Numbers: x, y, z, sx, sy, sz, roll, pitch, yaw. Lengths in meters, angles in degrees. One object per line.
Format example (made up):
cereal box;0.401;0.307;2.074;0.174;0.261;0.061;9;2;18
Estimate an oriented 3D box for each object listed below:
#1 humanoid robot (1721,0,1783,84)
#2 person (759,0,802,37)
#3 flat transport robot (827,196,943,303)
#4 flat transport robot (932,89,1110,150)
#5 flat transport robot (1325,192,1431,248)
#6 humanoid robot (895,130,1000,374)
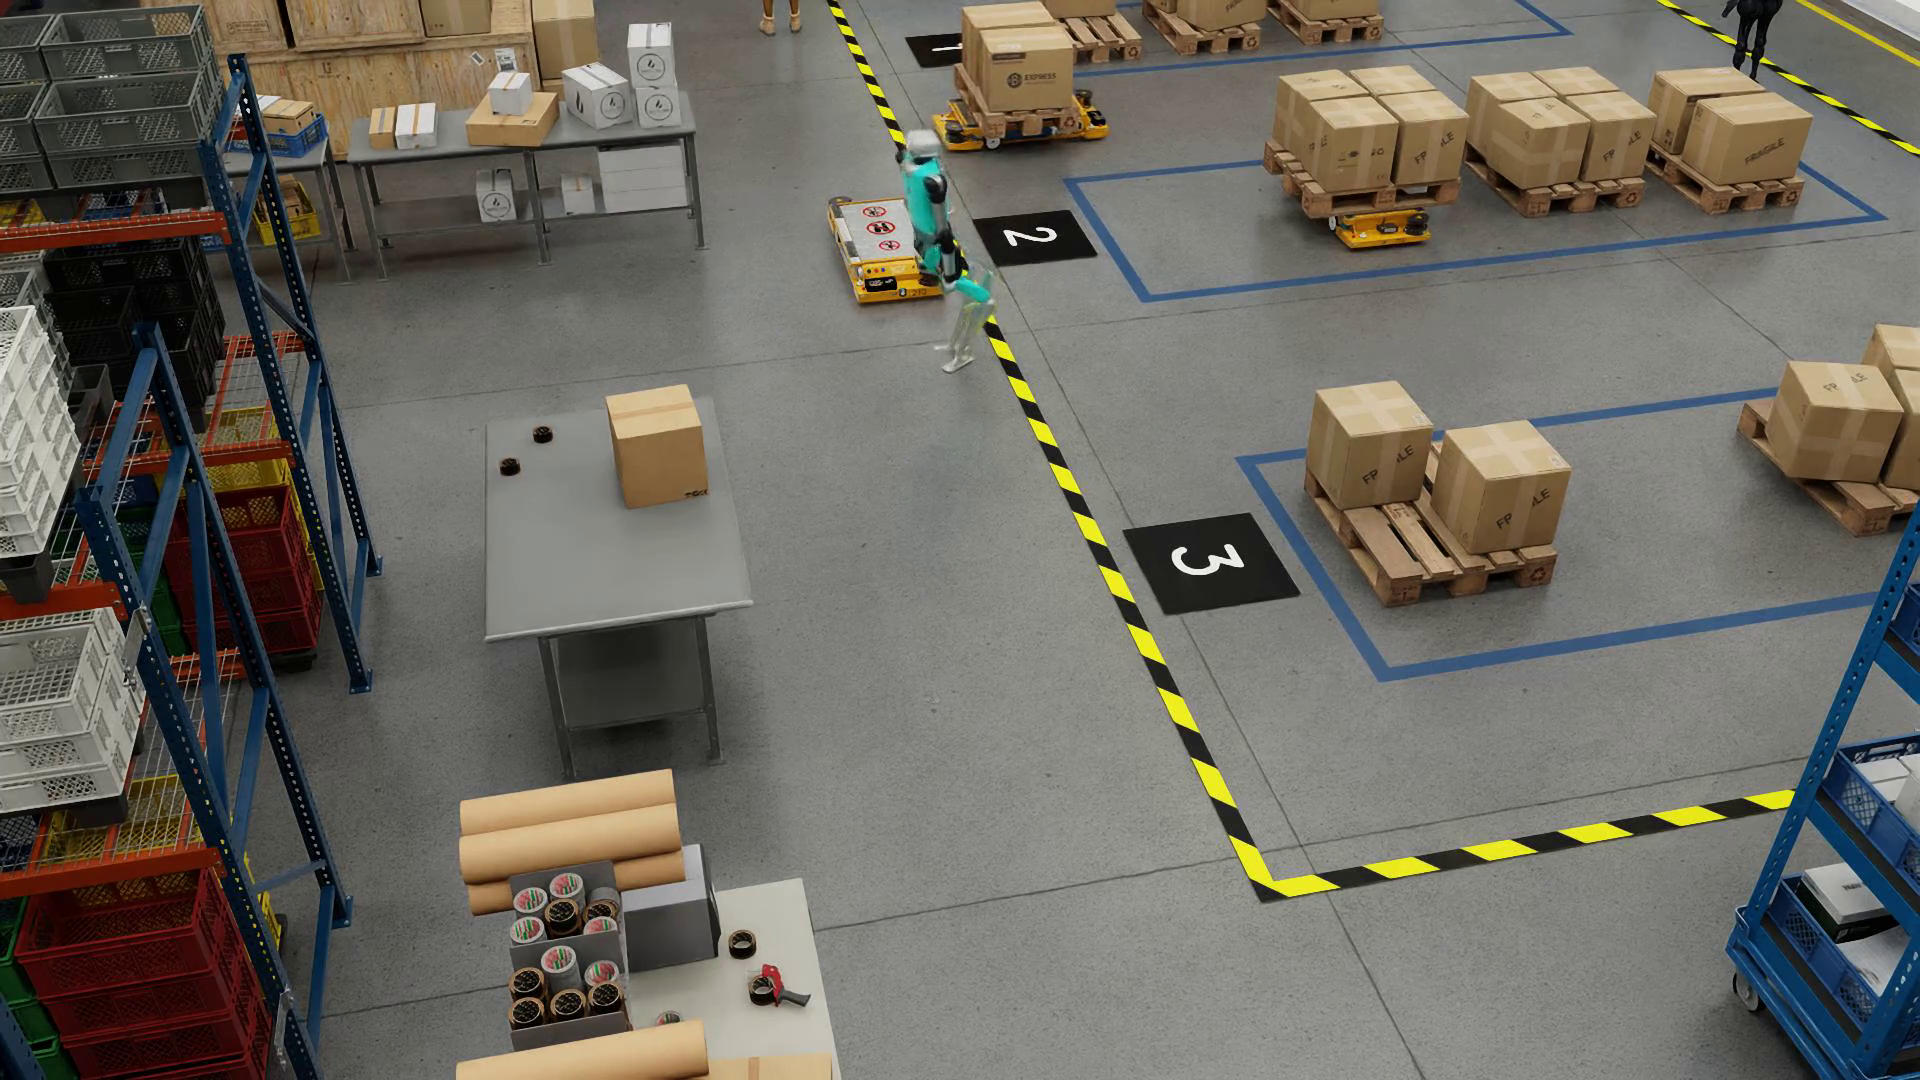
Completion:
humanoid robot;7.176;-4.891;14.938;0.599;1.653;0.315;-14;39;-19
person;-1.799;-5.895;15.993;0.615;2.039;0.381;-10;38;-14
flat transport robot;-0.570;-2.220;12.538;0.659;0.231;1.431;-8;37;-10
flat transport robot;0.524;-3.661;14.451;1.431;0.197;0.652;-8;37;-10
flat transport robot;3.134;-2.740;13.213;0.652;0.197;1.431;-8;37;-10
humanoid robot;-0.014;-1.868;10.844;0.793;1.768;0.572;-17;40;-21
